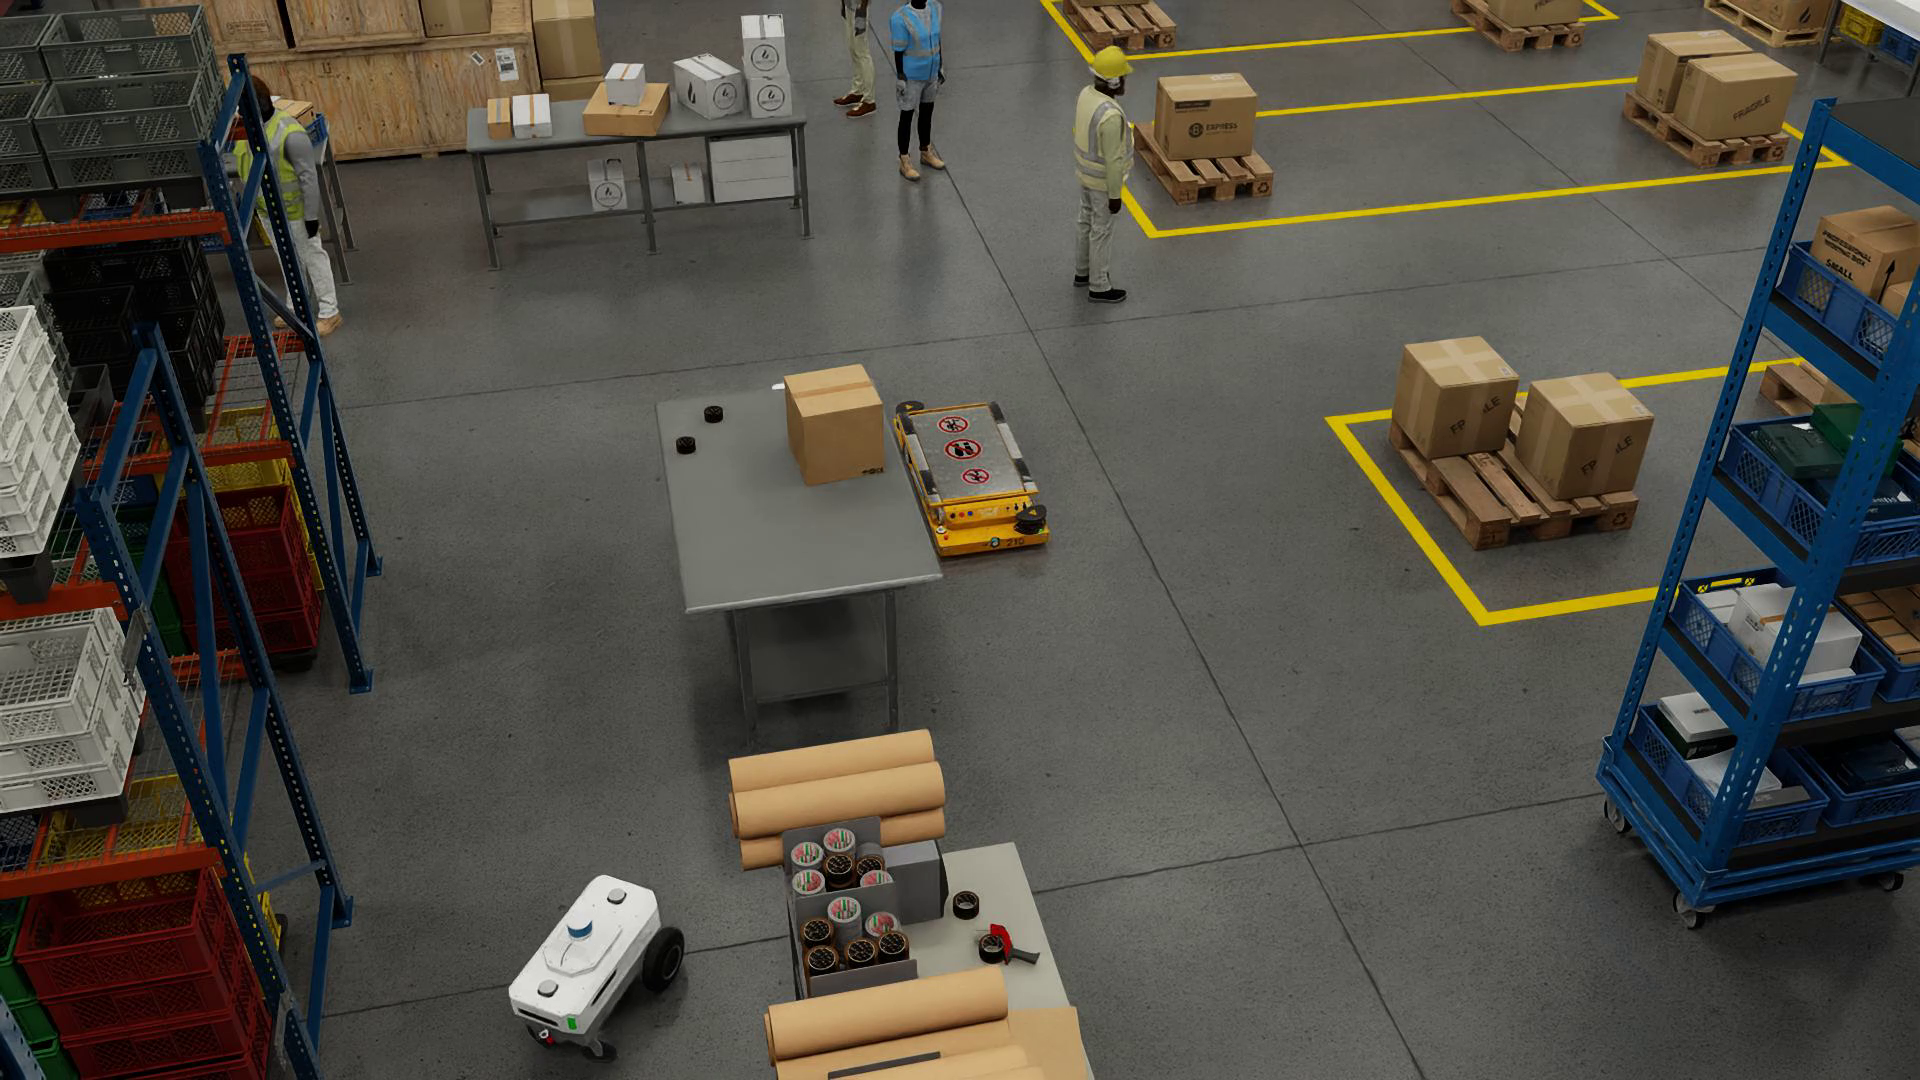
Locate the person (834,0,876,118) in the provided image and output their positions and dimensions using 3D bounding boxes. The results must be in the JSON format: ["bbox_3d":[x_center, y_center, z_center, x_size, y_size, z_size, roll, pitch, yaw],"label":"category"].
[{"bbox_3d":[-0.924,-4.618,14.404,0.328,1.876,0.513,-14,39,-17],"label":"person"}]

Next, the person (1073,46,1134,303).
[{"bbox_3d":[1.009,-2.559,11.672,0.404,1.829,0.602,-11,38,-14],"label":"person"}]

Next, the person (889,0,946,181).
[{"bbox_3d":[-0.329,-3.766,13.405,0.318,1.697,0.535,30,46,34],"label":"person"}]

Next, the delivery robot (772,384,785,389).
[{"bbox_3d":[-1.086,-0.726,10.194,0.707,0.478,0.477,1,37,2],"label":"delivery robot"}]

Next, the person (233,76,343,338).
[{"bbox_3d":[-4.582,-2.249,11.253,0.619,1.838,0.430,19,41,24],"label":"person"}]

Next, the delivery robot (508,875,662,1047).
[{"bbox_3d":[-1.548,1.733,6.890,0.477,0.478,0.707,14,39,18],"label":"delivery robot"}]

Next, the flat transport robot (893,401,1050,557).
[{"bbox_3d":[0.046,-0.430,10.108,0.652,0.197,1.431,-8,37,-10],"label":"flat transport robot"}]
